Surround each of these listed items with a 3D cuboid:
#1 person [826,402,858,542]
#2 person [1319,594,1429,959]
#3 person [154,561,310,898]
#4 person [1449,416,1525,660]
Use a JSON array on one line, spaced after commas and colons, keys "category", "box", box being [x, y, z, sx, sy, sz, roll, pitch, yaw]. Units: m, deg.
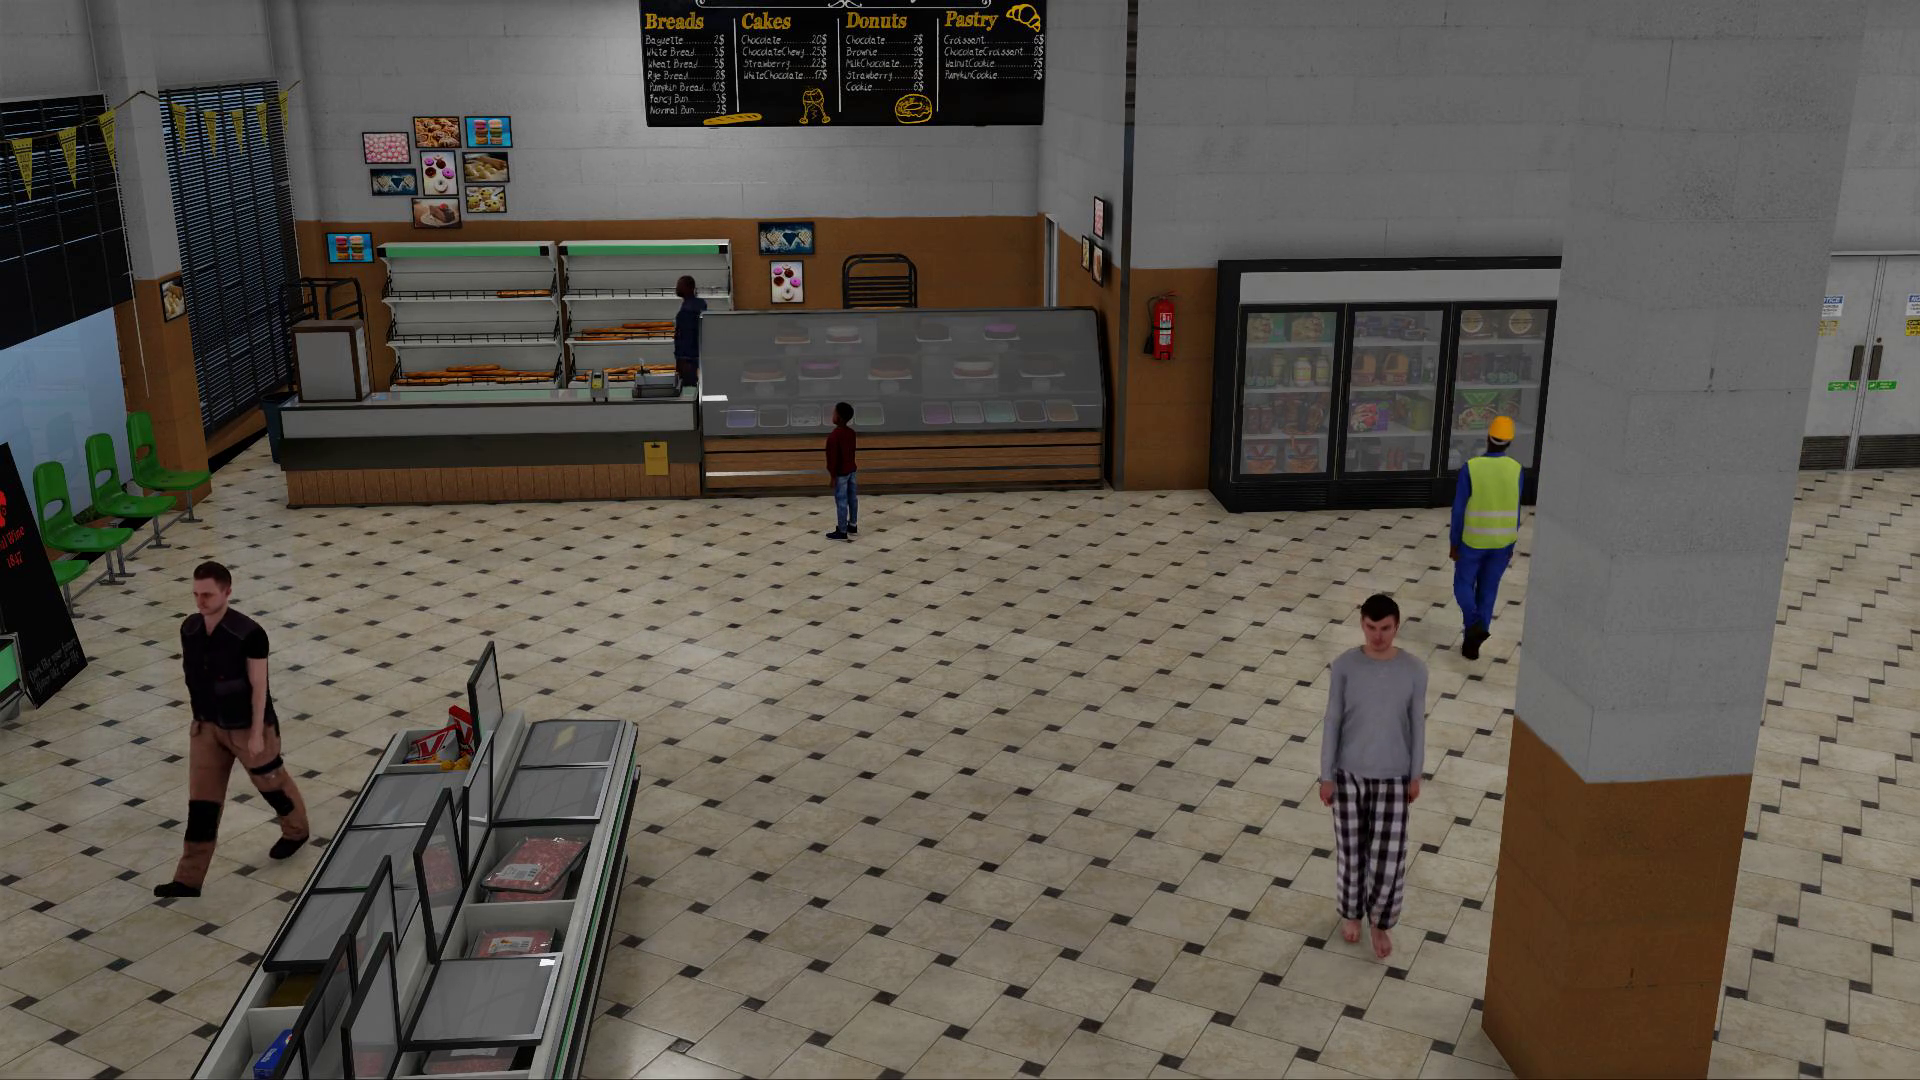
[{"category": "person", "box": [-1.051, -0.628, 15.008, 0.645, 1.256, 0.566, 10, 19, 29]}, {"category": "person", "box": [2.036, 1.120, 8.257, 0.774, 1.834, 0.836, 5, 18, 17]}, {"category": "person", "box": [-3.783, 0.965, 8.863, 0.970, 1.777, 1.300, 4, 17, 14]}, {"category": "person", "box": [3.796, 0.031, 11.923, 0.722, 1.788, 0.869, 0, 17, 0]}]
